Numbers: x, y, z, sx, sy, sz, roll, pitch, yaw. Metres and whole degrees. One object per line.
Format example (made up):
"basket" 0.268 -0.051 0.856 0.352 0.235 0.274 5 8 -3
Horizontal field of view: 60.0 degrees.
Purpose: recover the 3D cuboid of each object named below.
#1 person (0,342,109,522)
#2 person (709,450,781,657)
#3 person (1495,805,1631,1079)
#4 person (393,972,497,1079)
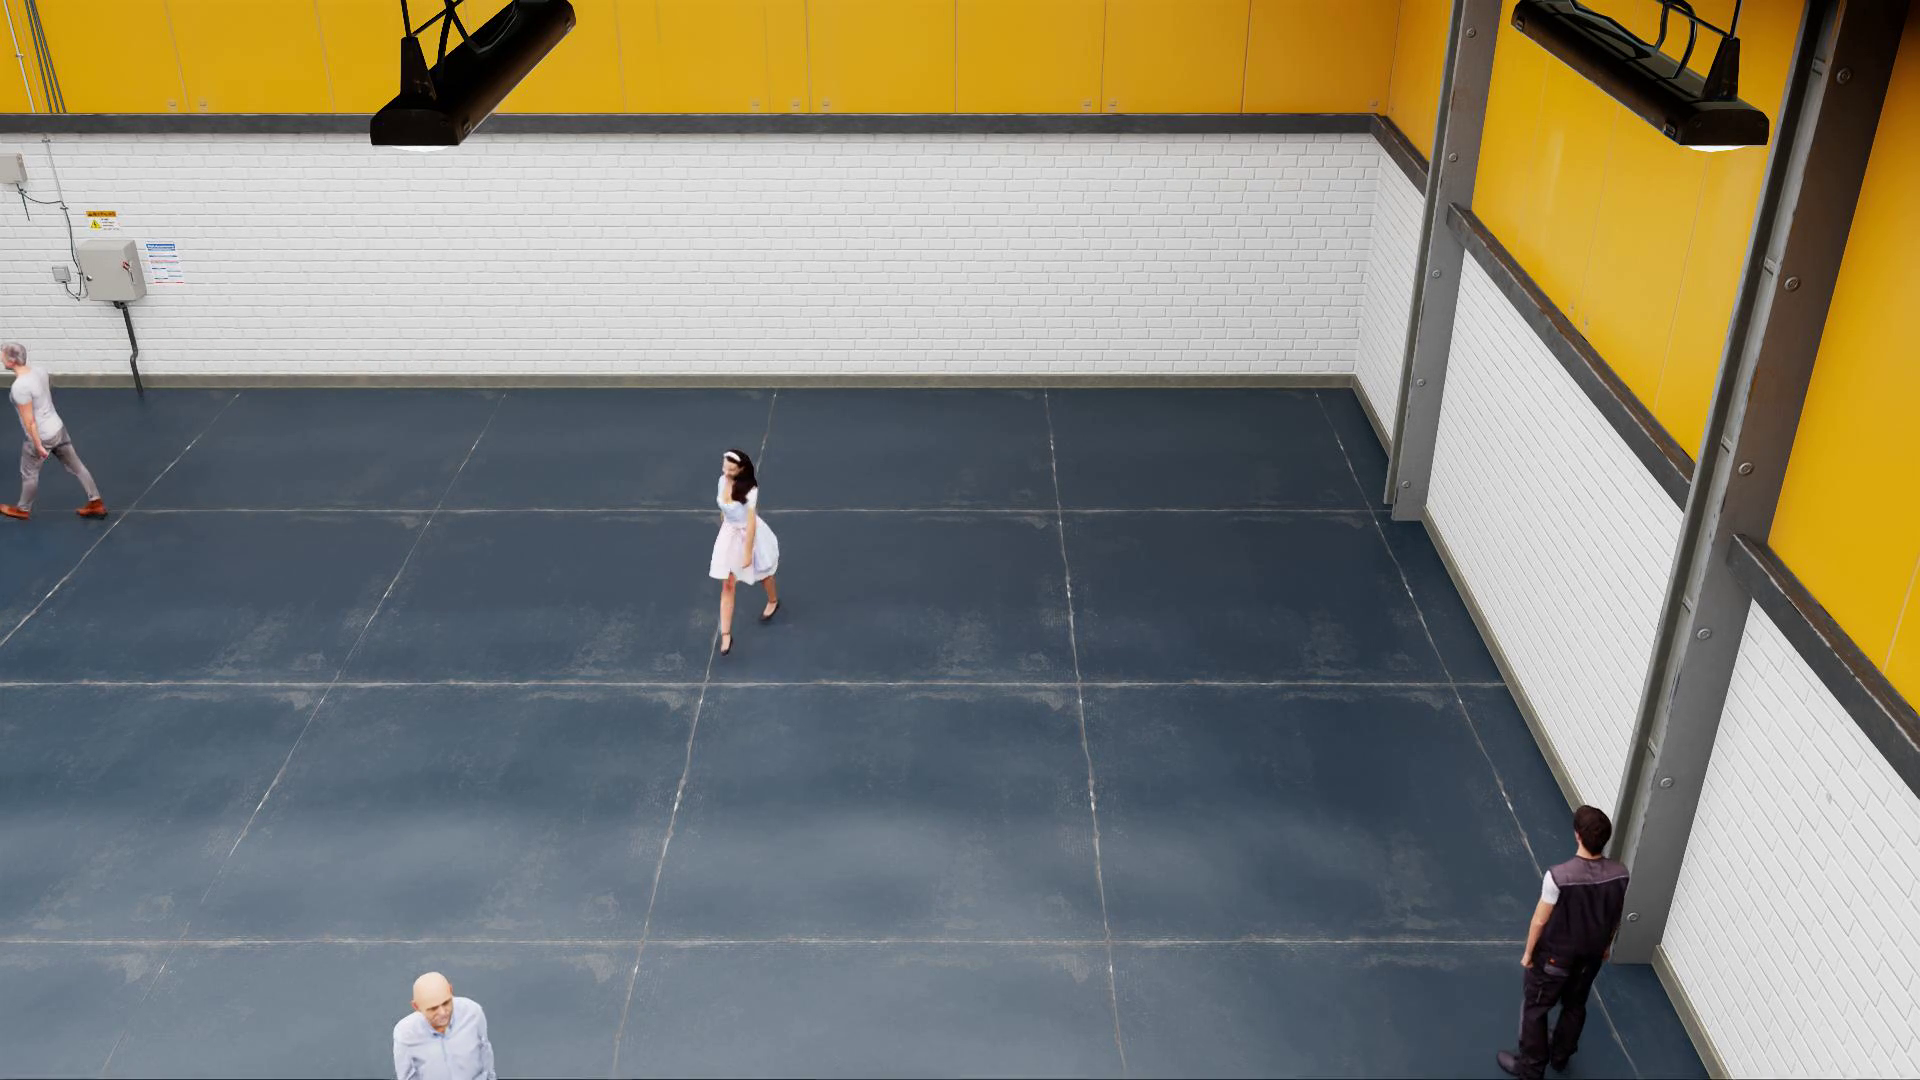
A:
"person" -8.364 -0.969 15.388 0.791 1.776 1.087 1 29 2
"person" -1.725 0.036 13.572 1.003 1.749 1.210 21 35 33
"person" 3.430 2.301 9.325 0.694 1.841 0.642 -3 29 -5
"person" -2.583 2.842 8.415 1.059 1.762 1.279 -16 32 -27
